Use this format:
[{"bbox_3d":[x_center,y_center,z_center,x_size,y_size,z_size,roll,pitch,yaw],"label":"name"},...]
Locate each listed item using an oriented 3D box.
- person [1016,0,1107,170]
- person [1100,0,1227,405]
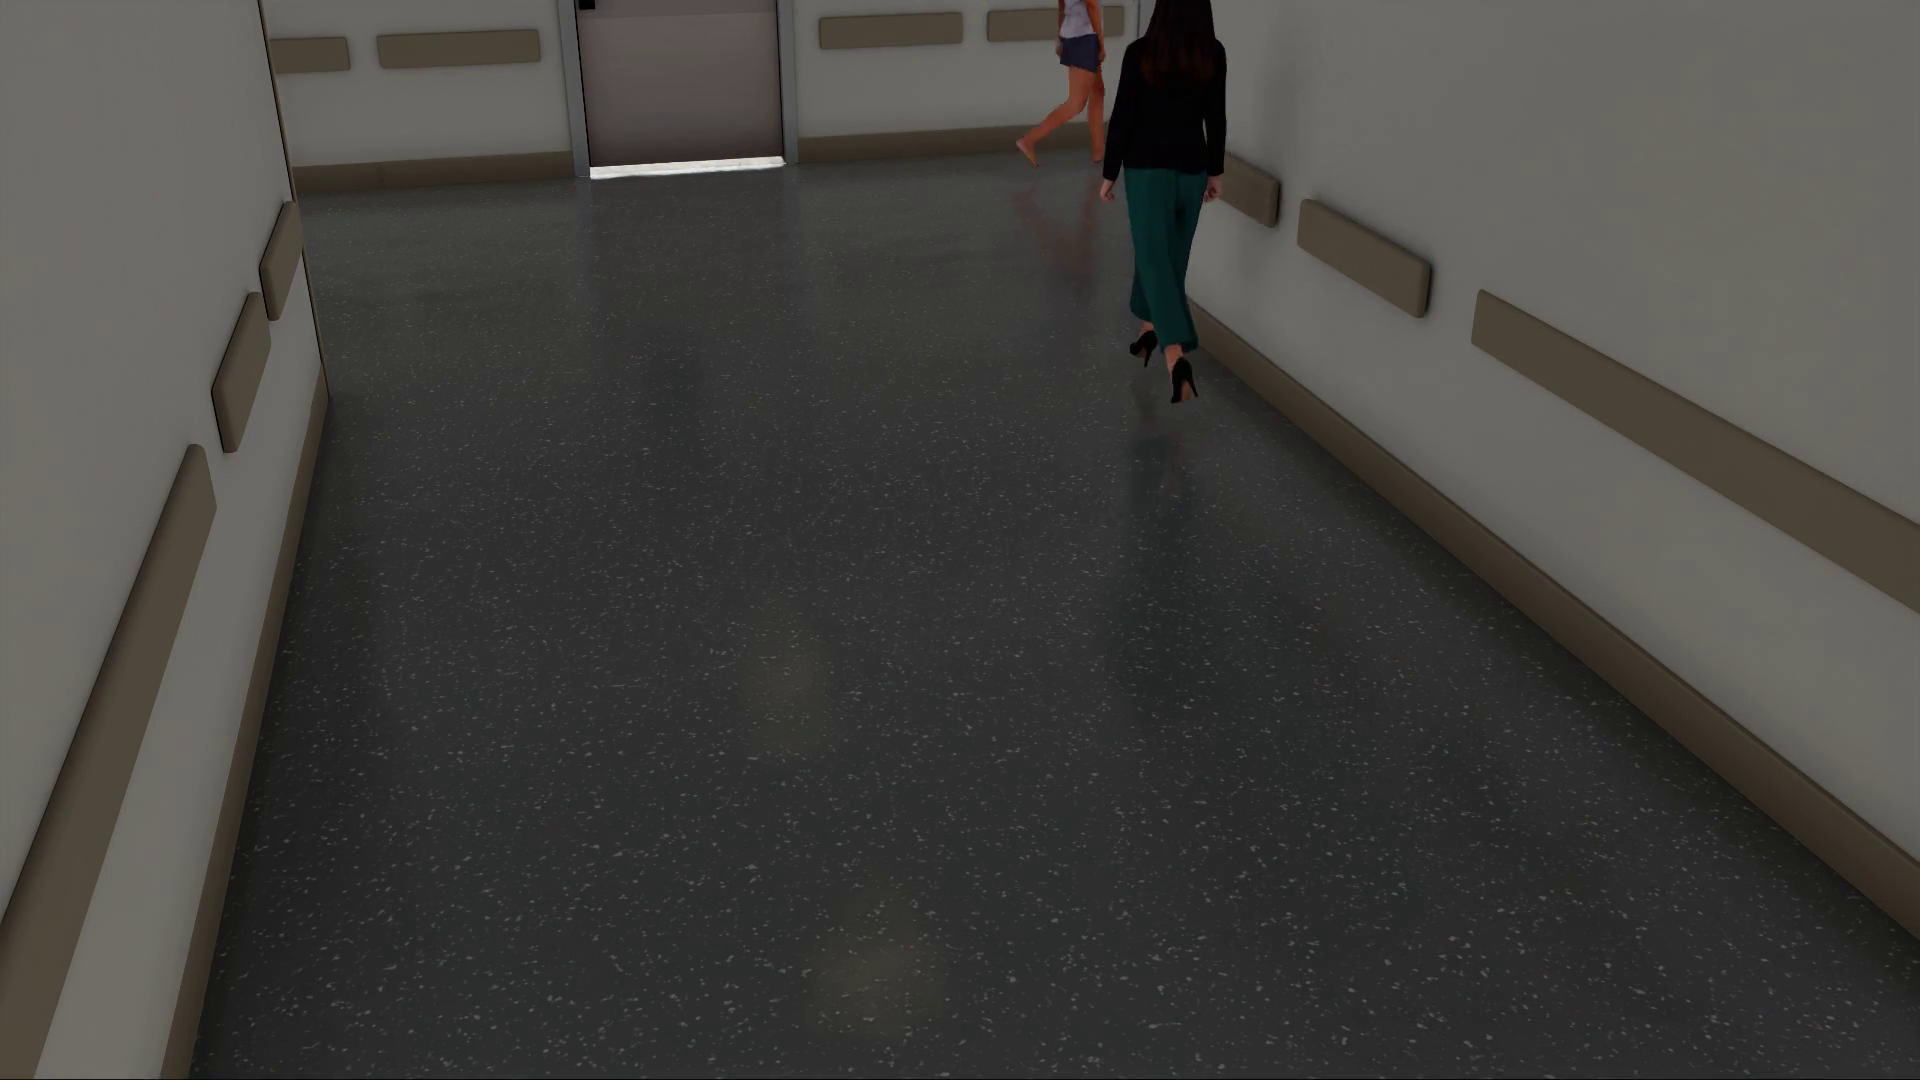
[{"bbox_3d":[0.684,-3.064,10.230,0.989,1.598,0.572,-6,26,-12],"label":"person"},{"bbox_3d":[0.835,-1.348,6.556,1.048,1.698,0.689,-6,26,-12],"label":"person"}]
